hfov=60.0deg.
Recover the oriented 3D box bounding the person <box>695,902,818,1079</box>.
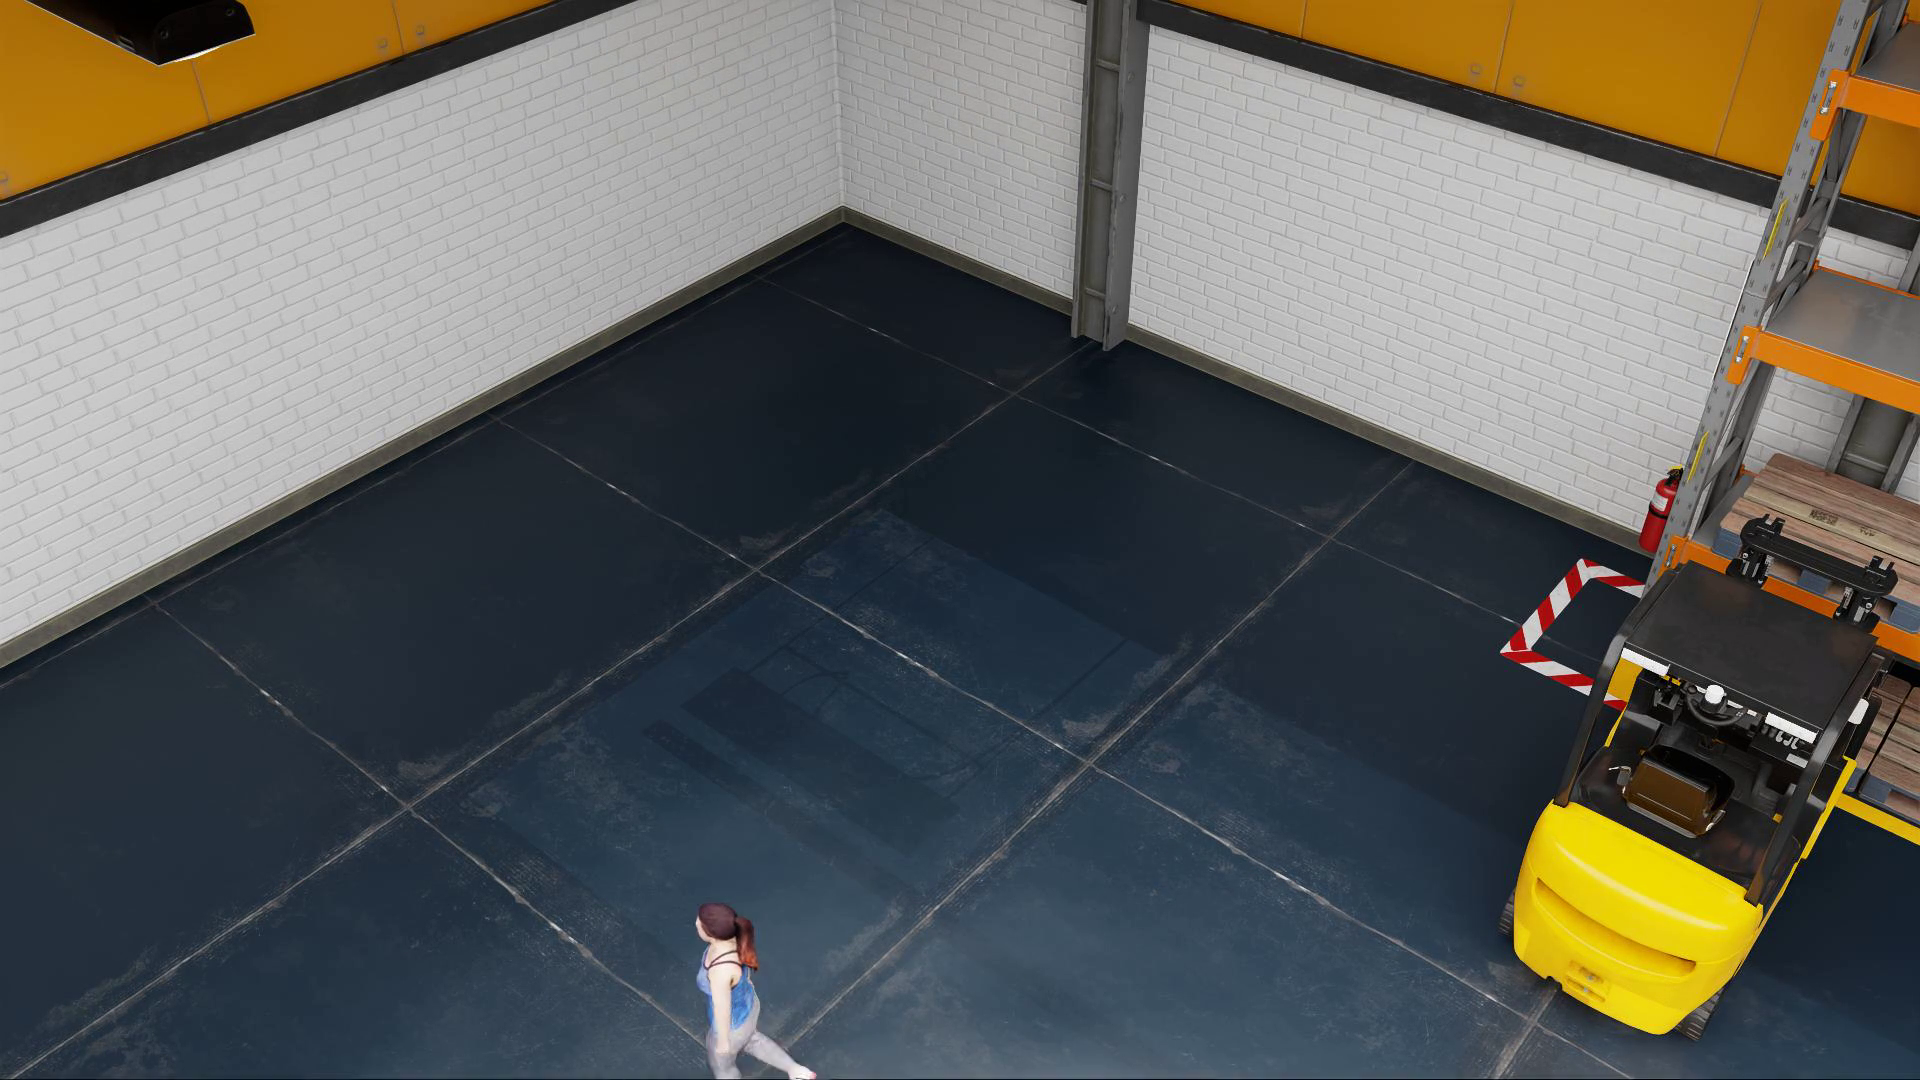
[{"bbox_3d":[-1.048,2.326,8.130,0.951,1.596,0.819,5,39,6],"label":"person"}]
